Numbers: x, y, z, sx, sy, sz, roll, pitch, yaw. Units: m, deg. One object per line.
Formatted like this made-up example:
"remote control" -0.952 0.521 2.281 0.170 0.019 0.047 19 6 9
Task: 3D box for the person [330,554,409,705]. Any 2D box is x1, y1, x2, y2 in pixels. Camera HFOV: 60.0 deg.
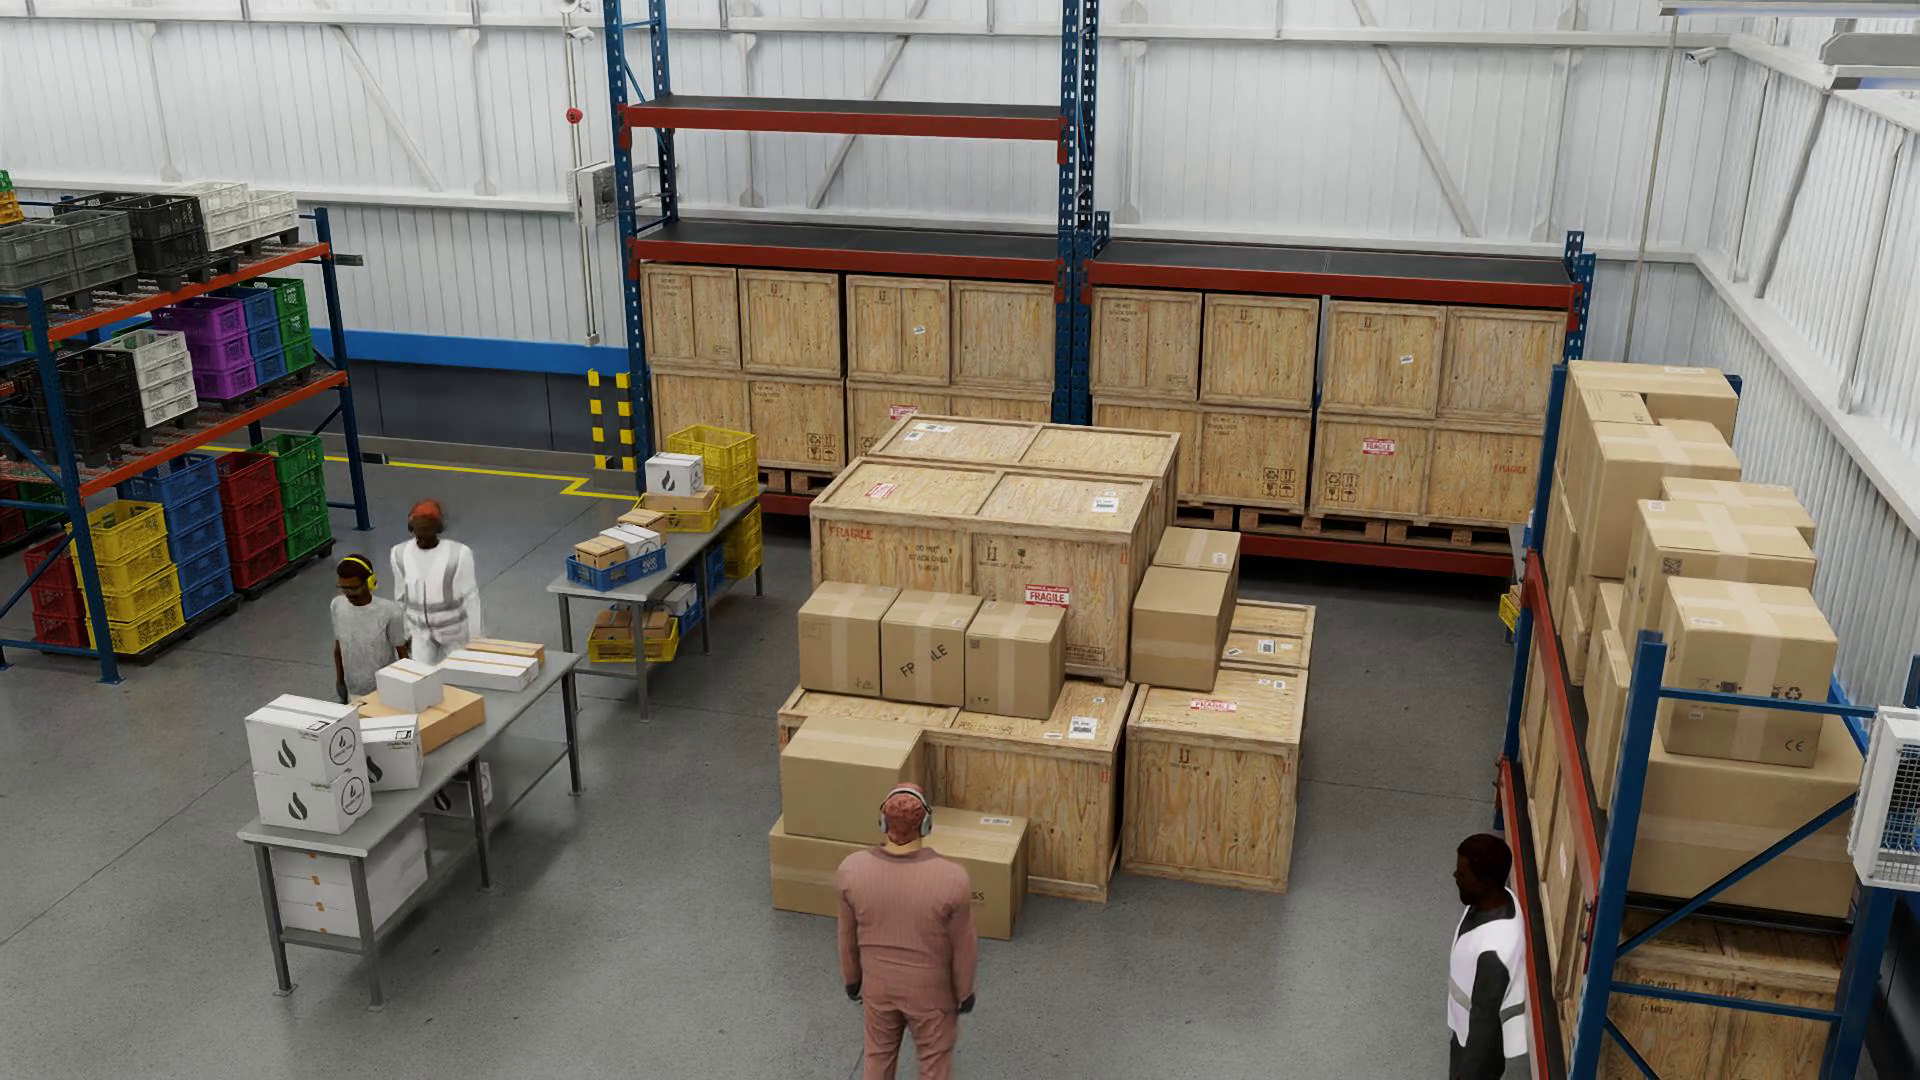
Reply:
"person" -3.637 0.954 10.296 0.520 1.865 0.327 4 21 10

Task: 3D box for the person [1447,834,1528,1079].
"person" 2.233 2.128 7.172 0.407 1.907 0.597 6 22 15

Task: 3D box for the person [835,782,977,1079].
"person" -0.231 1.978 7.579 0.648 1.900 0.401 6 22 15

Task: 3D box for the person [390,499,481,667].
"person" -3.509 0.588 11.276 0.591 1.853 0.823 3 21 7
